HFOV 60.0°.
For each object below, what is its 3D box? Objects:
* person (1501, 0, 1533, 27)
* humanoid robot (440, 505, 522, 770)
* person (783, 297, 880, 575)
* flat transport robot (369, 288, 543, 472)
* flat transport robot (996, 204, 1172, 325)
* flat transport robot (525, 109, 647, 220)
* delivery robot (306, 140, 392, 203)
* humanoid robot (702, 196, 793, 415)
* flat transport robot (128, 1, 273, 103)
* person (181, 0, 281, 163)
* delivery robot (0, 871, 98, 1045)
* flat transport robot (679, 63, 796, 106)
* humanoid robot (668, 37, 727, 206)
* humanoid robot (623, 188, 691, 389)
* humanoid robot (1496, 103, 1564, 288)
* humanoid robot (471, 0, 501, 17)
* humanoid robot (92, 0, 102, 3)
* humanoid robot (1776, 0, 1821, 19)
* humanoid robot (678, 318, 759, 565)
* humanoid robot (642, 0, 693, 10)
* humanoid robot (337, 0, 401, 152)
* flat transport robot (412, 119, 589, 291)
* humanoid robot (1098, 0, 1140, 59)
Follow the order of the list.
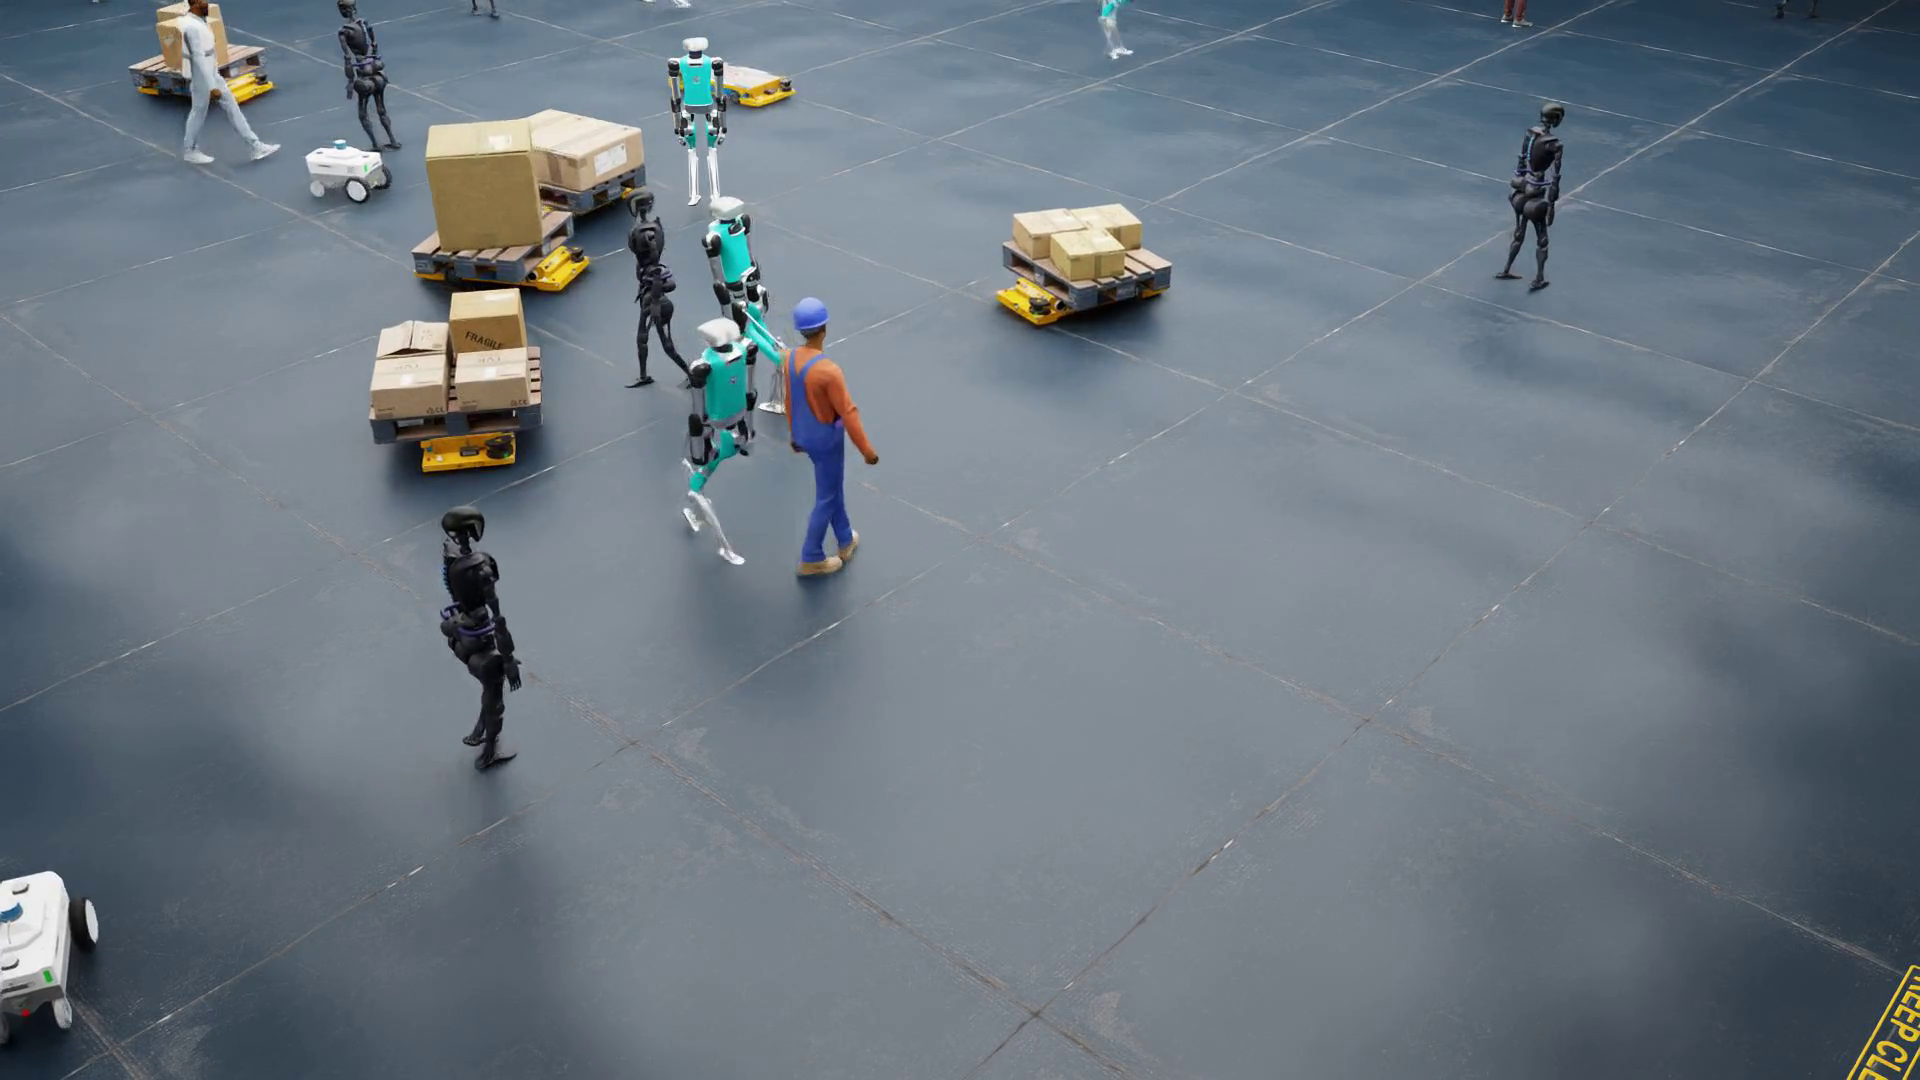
[{"bbox_3d":[7.611,-7.832,22.312,0.380,1.805,0.552,-11,34,-18],"label":"person"},{"bbox_3d":[-2.580,0.529,8.963,0.328,1.648,0.586,-26,40,-35],"label":"humanoid robot"},{"bbox_3d":[-0.845,-0.644,10.654,0.603,1.875,0.622,-25,40,-34],"label":"person"},{"bbox_3d":[-3.776,-0.945,12.676,0.659,0.231,1.431,-6,32,-10],"label":"flat transport robot"},{"bbox_3d":[1.093,-2.252,14.781,1.431,0.231,0.659,-18,36,-27],"label":"flat transport robot"},{"bbox_3d":[-3.921,-3.430,16.677,0.659,0.231,1.431,17,36,26],"label":"flat transport robot"},{"bbox_3d":[-6.254,-3.777,16.960,0.784,0.589,0.499,7,33,11],"label":"delivery robot"},{"bbox_3d":[-1.468,-1.648,12.456,0.772,1.815,0.548,13,34,20],"label":"humanoid robot"},{"bbox_3d":[-9.077,-5.492,19.997,1.431,0.231,0.659,10,33,15],"label":"flat transport robot"},{"bbox_3d":[-7.905,-4.893,17.535,1.027,1.848,0.657,-3,32,-6],"label":"person"},{"bbox_3d":[-4.380,1.912,7.791,0.499,0.581,0.774,-11,34,-18],"label":"delivery robot"},{"bbox_3d":[-2.731,-5.485,19.986,1.431,0.231,0.659,21,38,30],"label":"flat transport robot"},{"bbox_3d":[-2.541,-4.142,16.303,0.533,1.681,0.735,-3,32,-5],"label":"humanoid robot"},{"bbox_3d":[-2.384,-1.927,12.955,0.615,1.647,0.608,-12,34,-18],"label":"humanoid robot"},{"bbox_3d":[5.140,-3.098,14.824,0.471,1.645,0.596,-12,34,-19],"label":"humanoid robot"},{"bbox_3d":[-6.619,-7.952,22.643,0.610,1.631,0.670,-16,35,-24],"label":"humanoid robot"},{"bbox_3d":[-12.347,-8.423,23.373,0.750,1.837,0.542,18,36,26],"label":"humanoid robot"},{"bbox_3d":[11.596,-7.916,22.580,0.641,1.629,0.583,-11,34,-18],"label":"humanoid robot"},{"bbox_3d":[-1.705,-0.707,10.952,0.530,1.813,0.905,-25,40,-35],"label":"humanoid robot"},{"bbox_3d":[-4.244,-8.149,22.931,1.044,1.754,0.558,10,33,16],"label":"humanoid robot"},{"bbox_3d":[-6.374,-5.001,17.883,0.416,1.636,0.613,10,33,16],"label":"humanoid robot"},{"bbox_3d":[-4.210,-2.536,15.237,1.431,0.231,0.659,7,33,11],"label":"flat transport robot"},{"bbox_3d":[1.967,-6.957,20.973,0.536,1.757,0.911,-25,39,-34],"label":"humanoid robot"}]
